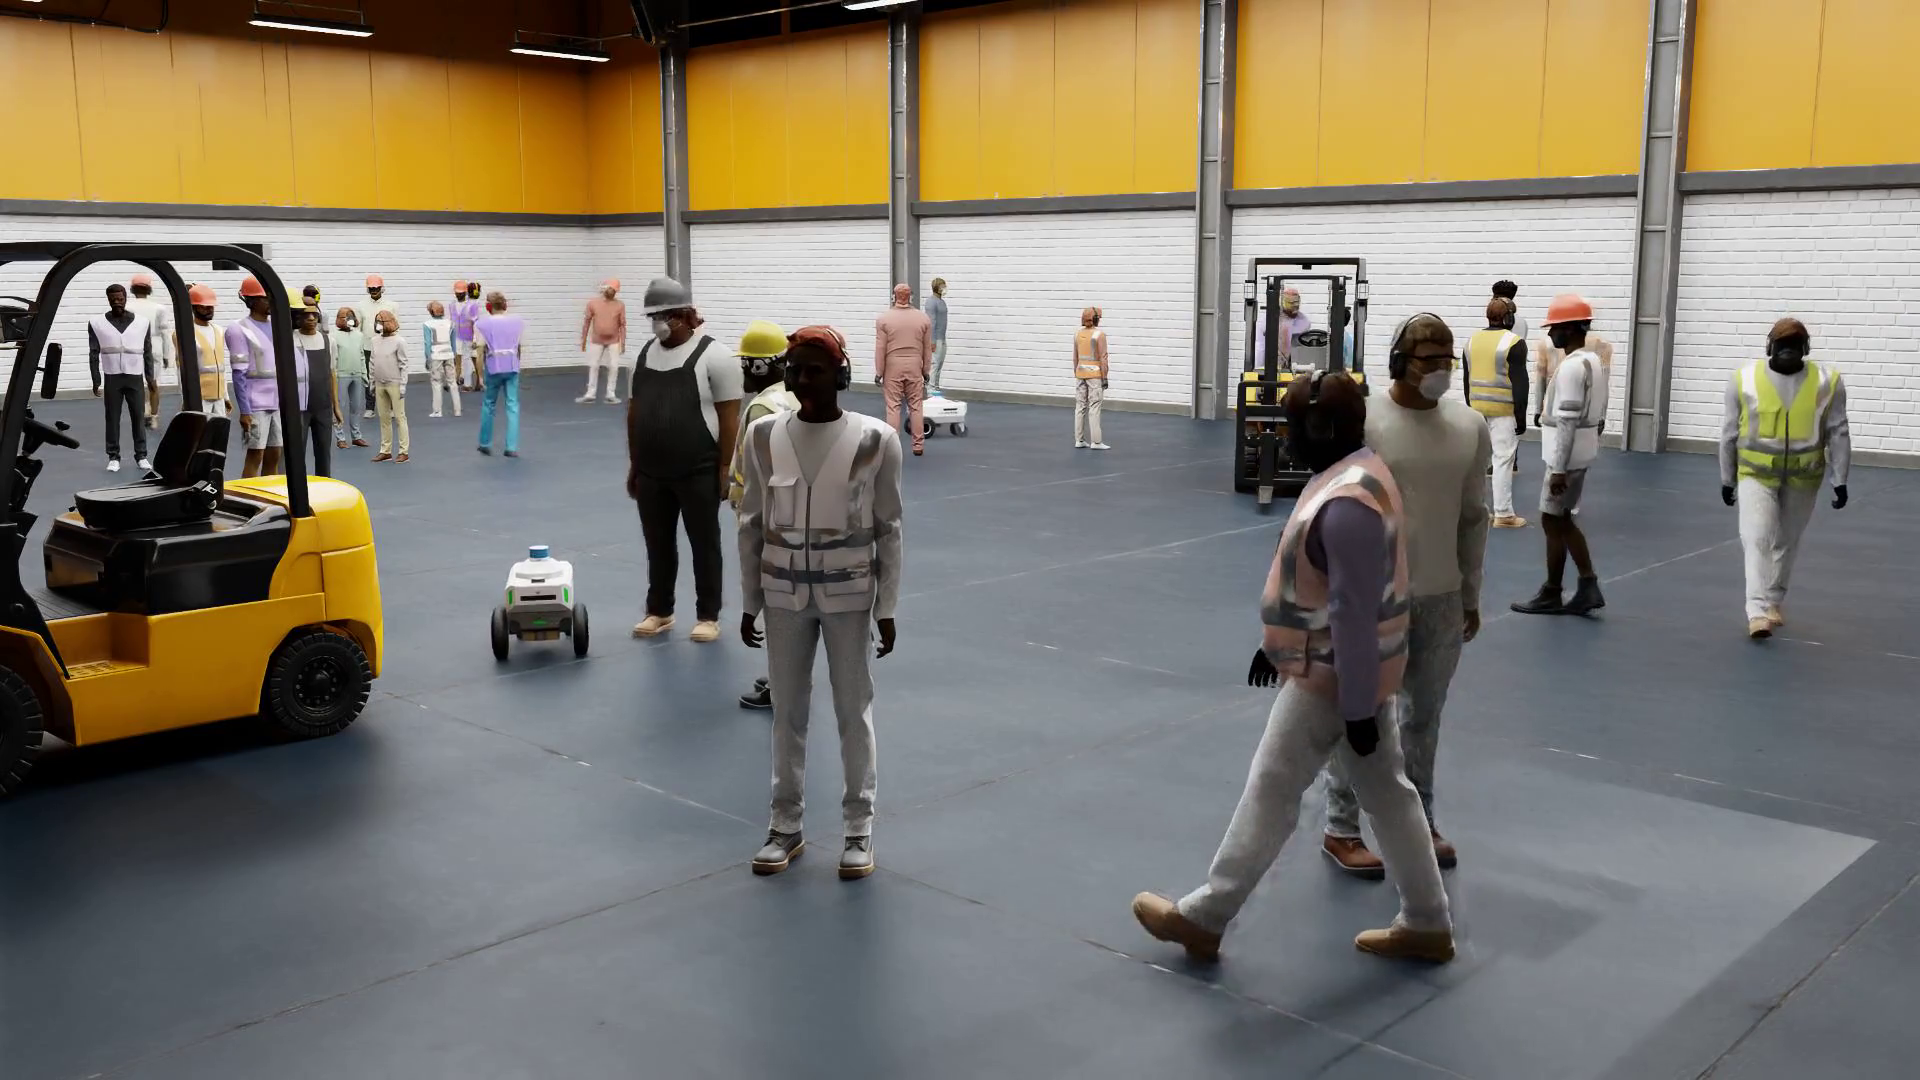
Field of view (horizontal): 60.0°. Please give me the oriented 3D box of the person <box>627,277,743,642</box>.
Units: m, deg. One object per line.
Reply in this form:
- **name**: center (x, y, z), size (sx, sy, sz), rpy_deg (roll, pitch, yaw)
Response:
- **person**: center (-1.583, -0.450, 9.271), size (0.701, 2.000, 0.535), rpy_deg (4, 10, 22)

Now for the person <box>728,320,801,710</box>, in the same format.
- **person**: center (-0.890, -0.117, 7.862), size (0.403, 1.832, 0.593), rpy_deg (2, 9, 10)

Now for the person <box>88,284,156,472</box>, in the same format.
- **person**: center (-8.615, -1.669, 17.119), size (0.597, 1.917, 0.374), rpy_deg (-6, 11, -31)

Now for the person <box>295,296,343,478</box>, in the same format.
- **person**: center (-5.383, -1.093, 13.810), size (0.507, 1.846, 0.351), rpy_deg (-9, 13, -43)

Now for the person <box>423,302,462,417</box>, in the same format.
- **person**: center (-7.232, -2.504, 23.223), size (0.454, 1.619, 0.537), rpy_deg (8, 12, 40)

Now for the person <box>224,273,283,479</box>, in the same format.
- **person**: center (-5.431, -1.062, 13.015), size (0.377, 2.045, 0.605), rpy_deg (2, 9, 12)

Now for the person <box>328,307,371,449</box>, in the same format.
- **person**: center (-7.069, -1.874, 19.246), size (0.281, 1.634, 0.498), rpy_deg (6, 11, 31)

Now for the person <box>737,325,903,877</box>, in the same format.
- **person**: center (-0.482, 0.214, 5.686), size (0.574, 1.883, 0.355), rpy_deg (2, 9, 10)

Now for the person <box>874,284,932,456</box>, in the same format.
- **person**: center (-0.640, -1.872, 18.398), size (0.654, 1.906, 0.406), rpy_deg (-3, 10, -18)

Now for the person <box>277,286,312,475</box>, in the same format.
- **person**: center (-5.476, -1.104, 13.624), size (0.368, 1.928, 0.585), rpy_deg (1, 9, 5)

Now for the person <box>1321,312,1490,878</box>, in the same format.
- **person**: center (1.522, 0.190, 5.704), size (0.627, 1.930, 0.365), rpy_deg (-3, 10, -18)

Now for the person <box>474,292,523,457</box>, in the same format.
- **person**: center (-5.139, -1.835, 18.477), size (0.562, 1.803, 0.870), rpy_deg (-6, 11, -32)

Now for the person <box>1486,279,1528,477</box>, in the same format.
- **person**: center (5.405, -1.602, 16.558), size (0.366, 1.964, 0.610), rpy_deg (9, 13, 44)

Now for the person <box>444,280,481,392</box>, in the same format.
- **person**: center (-8.288, -3.389, 27.790), size (0.559, 1.874, 0.971), rpy_deg (3, 10, 15)

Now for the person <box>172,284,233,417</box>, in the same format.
- **person**: center (-6.644, -1.283, 14.695), size (0.372, 1.934, 0.551), rpy_deg (3, 10, 18)

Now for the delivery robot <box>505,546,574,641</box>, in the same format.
- **delivery robot**: center (-2.288, 0.275, 9.070), size (0.477, 0.478, 0.707), rpy_deg (-2, 10, -12)

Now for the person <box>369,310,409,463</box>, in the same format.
- **person**: center (-6.122, -1.641, 17.818), size (0.500, 1.633, 0.286), rpy_deg (4, 10, 23)

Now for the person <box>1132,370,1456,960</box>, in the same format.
- **person**: center (1.057, 0.390, 4.941), size (0.967, 1.781, 0.608), rpy_deg (3, 10, 18)

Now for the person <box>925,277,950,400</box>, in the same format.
- **person**: center (-0.348, -3.072, 25.655), size (0.356, 1.938, 0.638), rpy_deg (2, 10, 14)

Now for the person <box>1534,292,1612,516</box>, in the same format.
- **person**: center (5.042, -1.095, 13.706), size (0.579, 1.892, 0.796), rpy_deg (2, 9, 10)

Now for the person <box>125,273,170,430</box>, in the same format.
- **person**: center (-10.485, -2.412, 21.352), size (0.636, 2.019, 0.429), rpy_deg (-8, 12, -39)

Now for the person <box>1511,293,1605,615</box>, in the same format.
- **person**: center (3.611, -0.487, 9.860), size (0.542, 1.927, 0.559), rpy_deg (6, 11, 31)

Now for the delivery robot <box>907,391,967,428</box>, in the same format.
- **delivery robot**: center (-0.283, -1.587, 20.472), size (0.707, 0.478, 0.477), rpy_deg (-3, 10, -18)

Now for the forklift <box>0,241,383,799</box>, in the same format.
- **forklift**: center (-3.706, -0.171, 7.093), size (1.214, 2.155, 2.313), rpy_deg (9, 13, 43)

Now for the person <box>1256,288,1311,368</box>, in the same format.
- **person**: center (3.685, -1.974, 19.213), size (0.661, 1.860, 0.717), rpy_deg (-5, 10, -27)

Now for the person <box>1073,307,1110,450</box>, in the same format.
- **person**: center (1.500, -1.852, 19.095), size (0.309, 1.641, 0.514), rpy_deg (-8, 12, -41)

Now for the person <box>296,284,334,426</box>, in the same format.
- **person**: center (-8.497, -2.423, 21.896), size (0.533, 1.868, 0.310), rpy_deg (1, 9, 4)

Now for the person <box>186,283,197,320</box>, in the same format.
- **person**: center (-10.768, -2.672, 23.435), size (0.514, 1.867, 0.328), rpy_deg (5, 11, 28)

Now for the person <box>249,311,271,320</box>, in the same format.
- **person**: center (-9.213, -2.488, 22.114), size (0.368, 1.929, 0.542), rpy_deg (-2, 9, -10)

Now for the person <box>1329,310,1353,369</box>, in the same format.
- **person**: center (3.982, -1.618, 17.481), size (0.317, 1.695, 0.540), rpy_deg (3, 10, 21)

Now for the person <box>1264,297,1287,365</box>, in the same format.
- **person**: center (3.636, -1.913, 19.091), size (0.330, 1.765, 0.533), rpy_deg (2, 10, 15)

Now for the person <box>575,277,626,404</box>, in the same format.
- **person**: center (-5.525, -3.039, 25.485), size (0.811, 1.951, 0.453), rpy_deg (-2, 10, -14)

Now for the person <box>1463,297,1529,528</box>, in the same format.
- **person**: center (4.327, -1.022, 13.381), size (0.429, 1.846, 0.625), rpy_deg (-5, 11, -29)

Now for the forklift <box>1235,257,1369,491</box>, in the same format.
- **forklift**: center (3.309, -1.629, 16.029), size (1.214, 2.155, 2.313), rpy_deg (2, 9, 11)

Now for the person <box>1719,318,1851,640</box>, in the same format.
- **person**: center (4.640, -0.344, 9.374), size (0.645, 1.792, 0.953), rpy_deg (3, 10, 18)

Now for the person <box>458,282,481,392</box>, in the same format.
- **person**: center (-8.237, -3.411, 28.000), size (0.423, 1.843, 0.577), rpy_deg (-9, 13, -44)

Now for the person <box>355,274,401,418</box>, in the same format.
- **person**: center (-8.095, -2.687, 23.131), size (0.612, 1.995, 0.377), rpy_deg (-2, 10, -13)
